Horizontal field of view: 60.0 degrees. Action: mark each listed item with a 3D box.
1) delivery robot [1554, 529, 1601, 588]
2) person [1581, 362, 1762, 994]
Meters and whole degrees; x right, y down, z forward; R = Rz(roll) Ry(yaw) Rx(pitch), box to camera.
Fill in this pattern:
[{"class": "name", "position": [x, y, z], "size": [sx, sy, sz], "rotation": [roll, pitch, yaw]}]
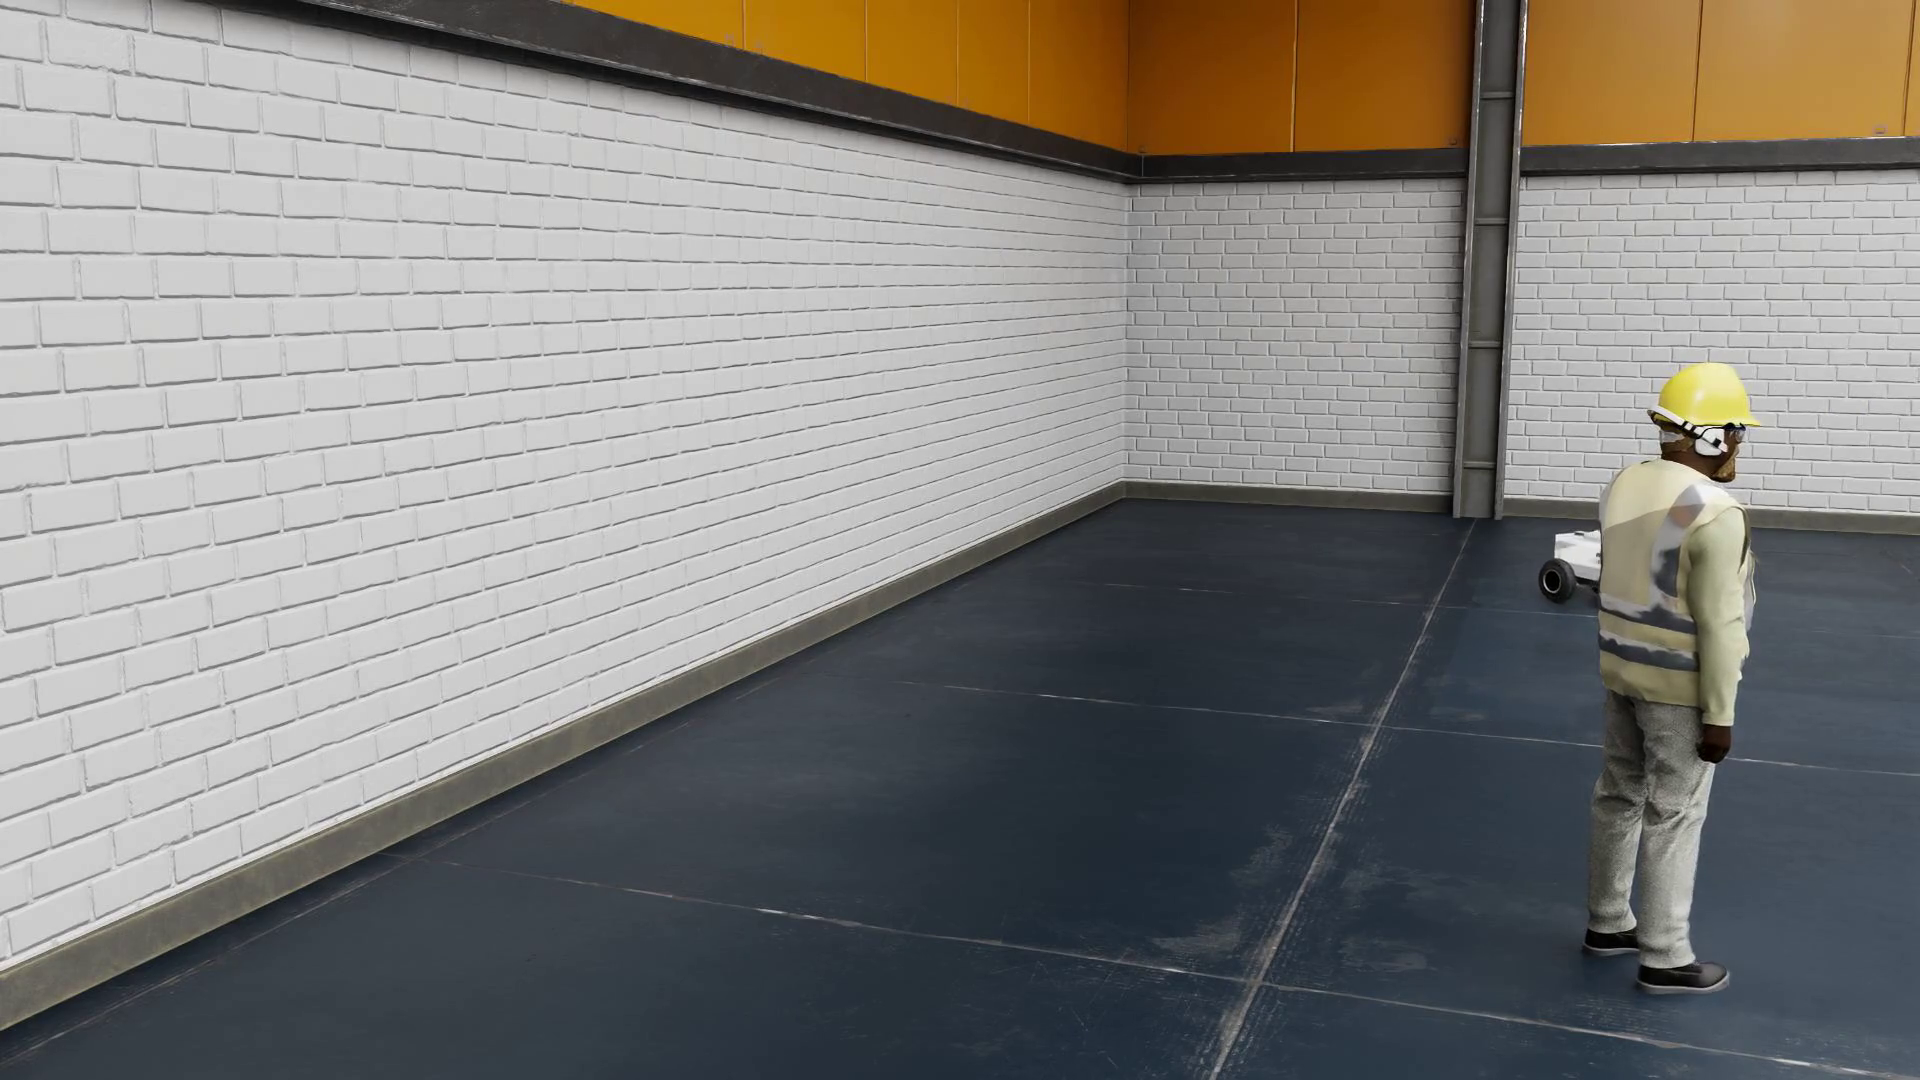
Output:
[{"class": "delivery robot", "position": [4.064, 0.103, 10.368], "size": [0.477, 0.478, 0.707], "rotation": [-4, 10, -26]}, {"class": "person", "position": [2.071, 0.400, 4.831], "size": [0.403, 1.827, 0.589], "rotation": [-2, 9, -11]}]
